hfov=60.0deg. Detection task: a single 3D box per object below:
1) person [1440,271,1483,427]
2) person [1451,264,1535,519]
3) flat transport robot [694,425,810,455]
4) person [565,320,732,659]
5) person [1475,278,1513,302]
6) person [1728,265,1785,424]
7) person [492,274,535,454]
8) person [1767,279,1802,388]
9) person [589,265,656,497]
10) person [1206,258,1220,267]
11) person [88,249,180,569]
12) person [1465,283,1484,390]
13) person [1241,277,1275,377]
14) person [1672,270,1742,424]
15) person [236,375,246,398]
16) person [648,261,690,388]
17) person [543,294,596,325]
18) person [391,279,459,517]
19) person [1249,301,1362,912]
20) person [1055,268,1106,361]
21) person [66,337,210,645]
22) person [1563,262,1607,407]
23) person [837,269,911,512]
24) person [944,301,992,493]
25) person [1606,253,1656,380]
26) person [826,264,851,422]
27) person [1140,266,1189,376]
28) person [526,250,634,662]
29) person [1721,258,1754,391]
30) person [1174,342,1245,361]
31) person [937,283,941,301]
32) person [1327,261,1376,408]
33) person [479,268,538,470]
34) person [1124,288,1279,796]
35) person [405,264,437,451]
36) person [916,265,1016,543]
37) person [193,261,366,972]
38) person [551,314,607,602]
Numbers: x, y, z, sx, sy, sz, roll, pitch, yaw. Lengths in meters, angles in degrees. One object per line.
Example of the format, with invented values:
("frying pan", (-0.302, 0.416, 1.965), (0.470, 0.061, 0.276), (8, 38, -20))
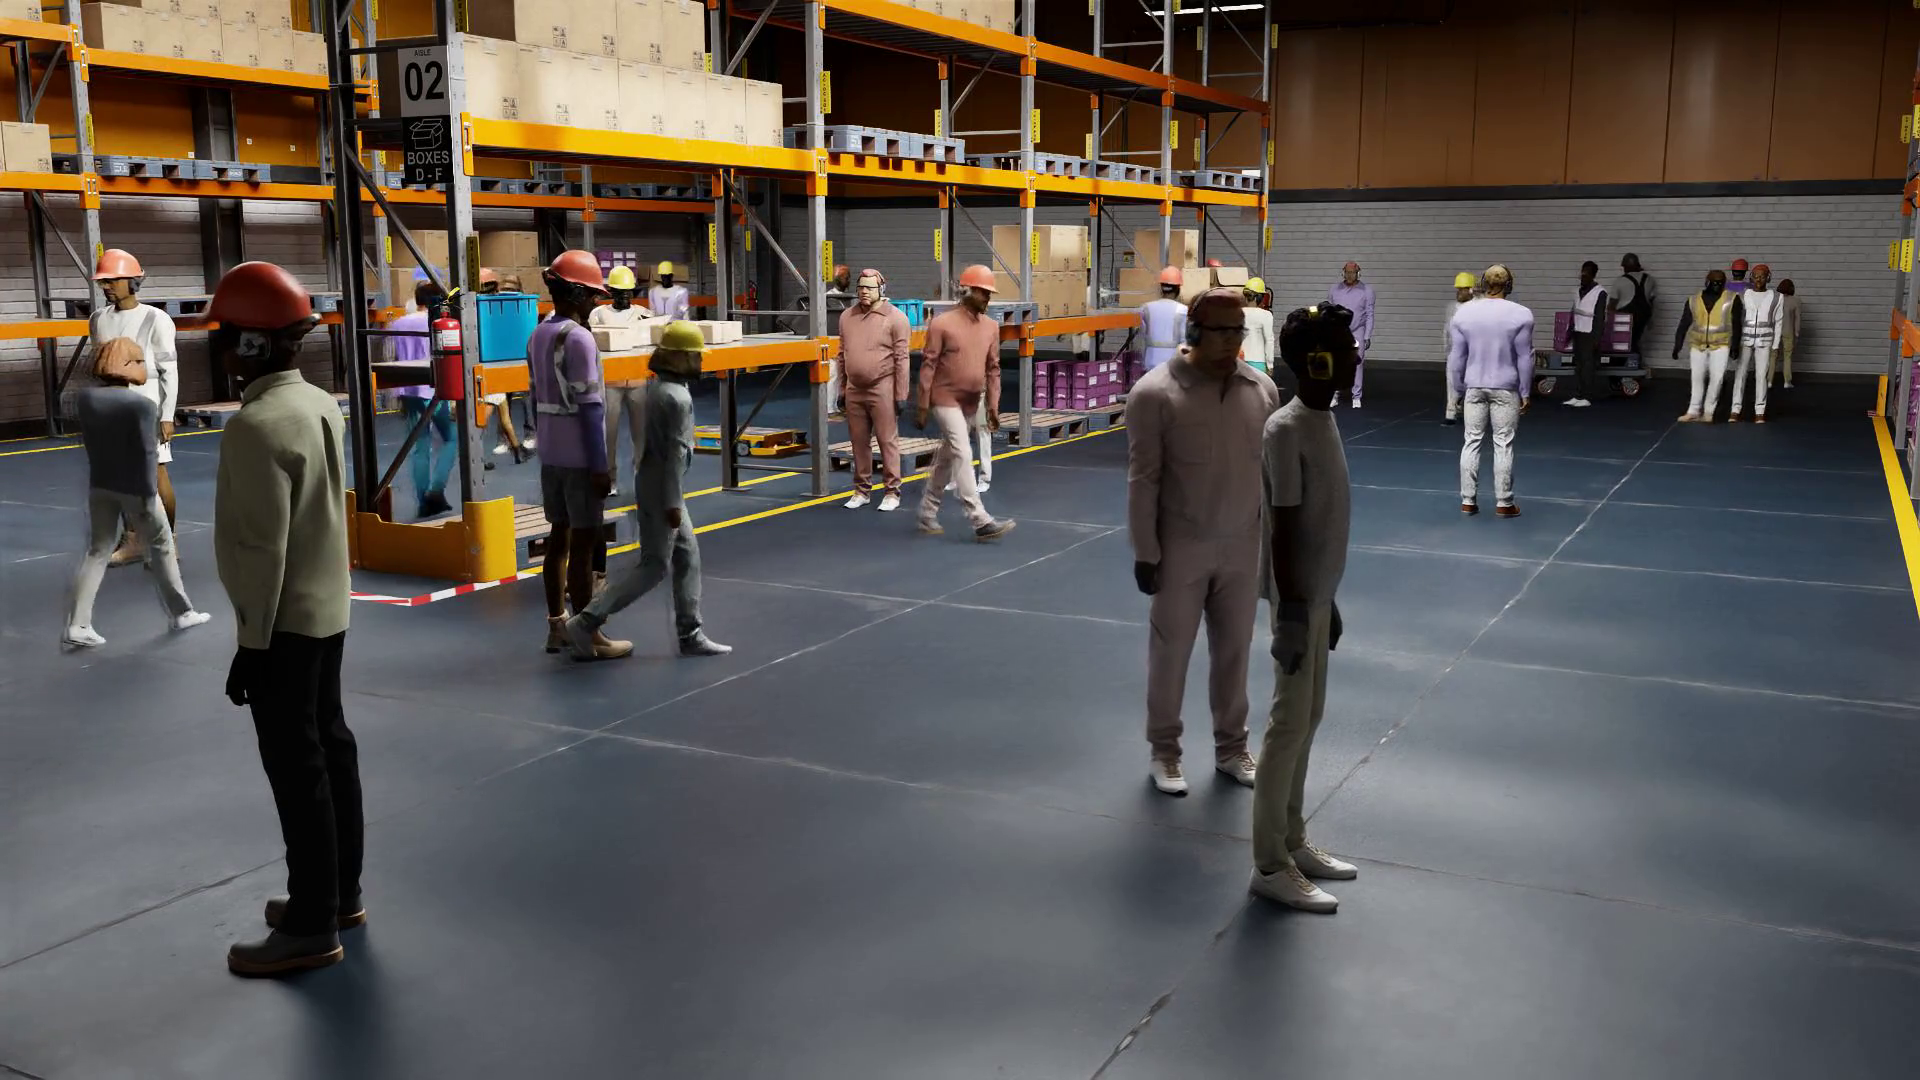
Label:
("person", (5.937, -2.223, 19.418), (0.723, 1.815, 0.595), (-9, 13, -43))
("person", (4.066, -1.132, 12.725), (0.627, 1.940, 0.370), (7, 12, 34))
("flat transport robot", (-2.304, -1.023, 16.917), (1.431, 0.197, 0.652), (5, 11, 25))
("person", (-1.546, -0.225, 8.158), (0.771, 1.703, 0.490), (-3, 10, -19))
("person", (6.797, -2.556, 21.363), (0.625, 1.804, 0.659), (5, 11, 28))
("person", (9.452, -2.323, 19.784), (0.574, 1.883, 0.355), (5, 11, 26))
("person", (-4.486, -1.762, 16.757), (0.566, 1.822, 0.390), (0, 10, -2))
("person", (12.334, -3.092, 24.951), (0.502, 1.632, 0.294), (7, 12, 36))
("person", (-2.799, -1.318, 13.870), (0.588, 1.918, 0.396), (-4, 11, -24))
("person", (4.039, -3.437, 26.074), (0.675, 1.946, 0.890), (-5, 11, -25))
("person", (-5.311, -0.829, 10.666), (0.609, 2.043, 0.376), (2, 10, 12))
("person", (6.960, -2.656, 22.504), (0.515, 1.606, 0.747), (3, 10, 18))
("person", (3.046, -1.848, 17.370), (0.532, 1.767, 0.328), (8, 13, 38))
("person", (8.819, -2.275, 19.701), (0.716, 1.813, 0.620), (8, 13, 38))
("person", (-6.537, -1.559, 15.519), (0.429, 1.833, 0.631), (3, 10, 15))
("person", (-3.989, -2.883, 22.921), (0.586, 1.917, 0.535), (2, 10, 11))
("person", (-3.186, -1.263, 13.616), (0.582, 1.929, 0.559), (9, 14, 43))
("person", (-4.085, -1.083, 12.766), (0.588, 1.818, 0.465), (3, 10, 17))
("person", (1.096, 0.199, 5.199), (0.317, 1.876, 0.531), (5, 11, 25))
("person", (1.678, -2.924, 23.153), (0.628, 1.913, 1.008), (5, 11, 27))
("person", (-4.365, -0.263, 8.688), (0.508, 1.594, 0.817), (2, 10, 12))
("person", (8.271, -2.708, 22.006), (0.412, 1.911, 0.656), (-3, 10, -16))
("person", (-0.700, -1.167, 13.066), (0.643, 1.902, 0.402), (6, 11, 30))
("person", (0.092, -1.218, 14.081), (0.513, 1.642, 0.311), (6, 11, 30))
("person", (10.438, -3.499, 26.133), (0.707, 2.000, 0.736), (-2, 10, -10))
("person", (-1.451, -2.372, 20.058), (0.337, 1.883, 0.583), (3, 10, 18))
("person", (1.967, -1.690, 16.071), (0.545, 1.907, 0.891), (5, 11, 25))
("person", (-1.905, -0.416, 8.301), (0.389, 2.036, 0.605), (-8, 12, -38))
("person", (11.359, -3.142, 24.364), (0.544, 1.938, 0.355), (7, 12, 36))
("person", (1.783, -0.876, 11.930), (0.535, 1.699, 0.321), (4, 10, 20))
("person", (-0.207, -3.000, 24.543), (0.882, 1.588, 0.549), (0, 10, -1))
("person", (5.067, -2.672, 21.722), (0.643, 1.913, 0.410), (4, 11, 24))
("person", (-4.382, -1.606, 15.664), (0.587, 1.873, 0.957), (7, 12, 36))
("person", (0.929, 0.012, 6.240), (0.647, 1.897, 0.399), (-4, 10, -21))
("person", (-5.361, -1.867, 17.026), (0.608, 1.928, 0.696), (2, 10, 14))
("person", (0.007, -0.961, 11.734), (0.966, 1.933, 0.633), (9, 14, 43))
("person", (-1.920, 0.219, 4.735), (0.375, 1.997, 0.611), (-1, 10, -3))
("person", (-2.224, -0.489, 9.700), (0.317, 1.695, 0.540), (-3, 10, -16))
